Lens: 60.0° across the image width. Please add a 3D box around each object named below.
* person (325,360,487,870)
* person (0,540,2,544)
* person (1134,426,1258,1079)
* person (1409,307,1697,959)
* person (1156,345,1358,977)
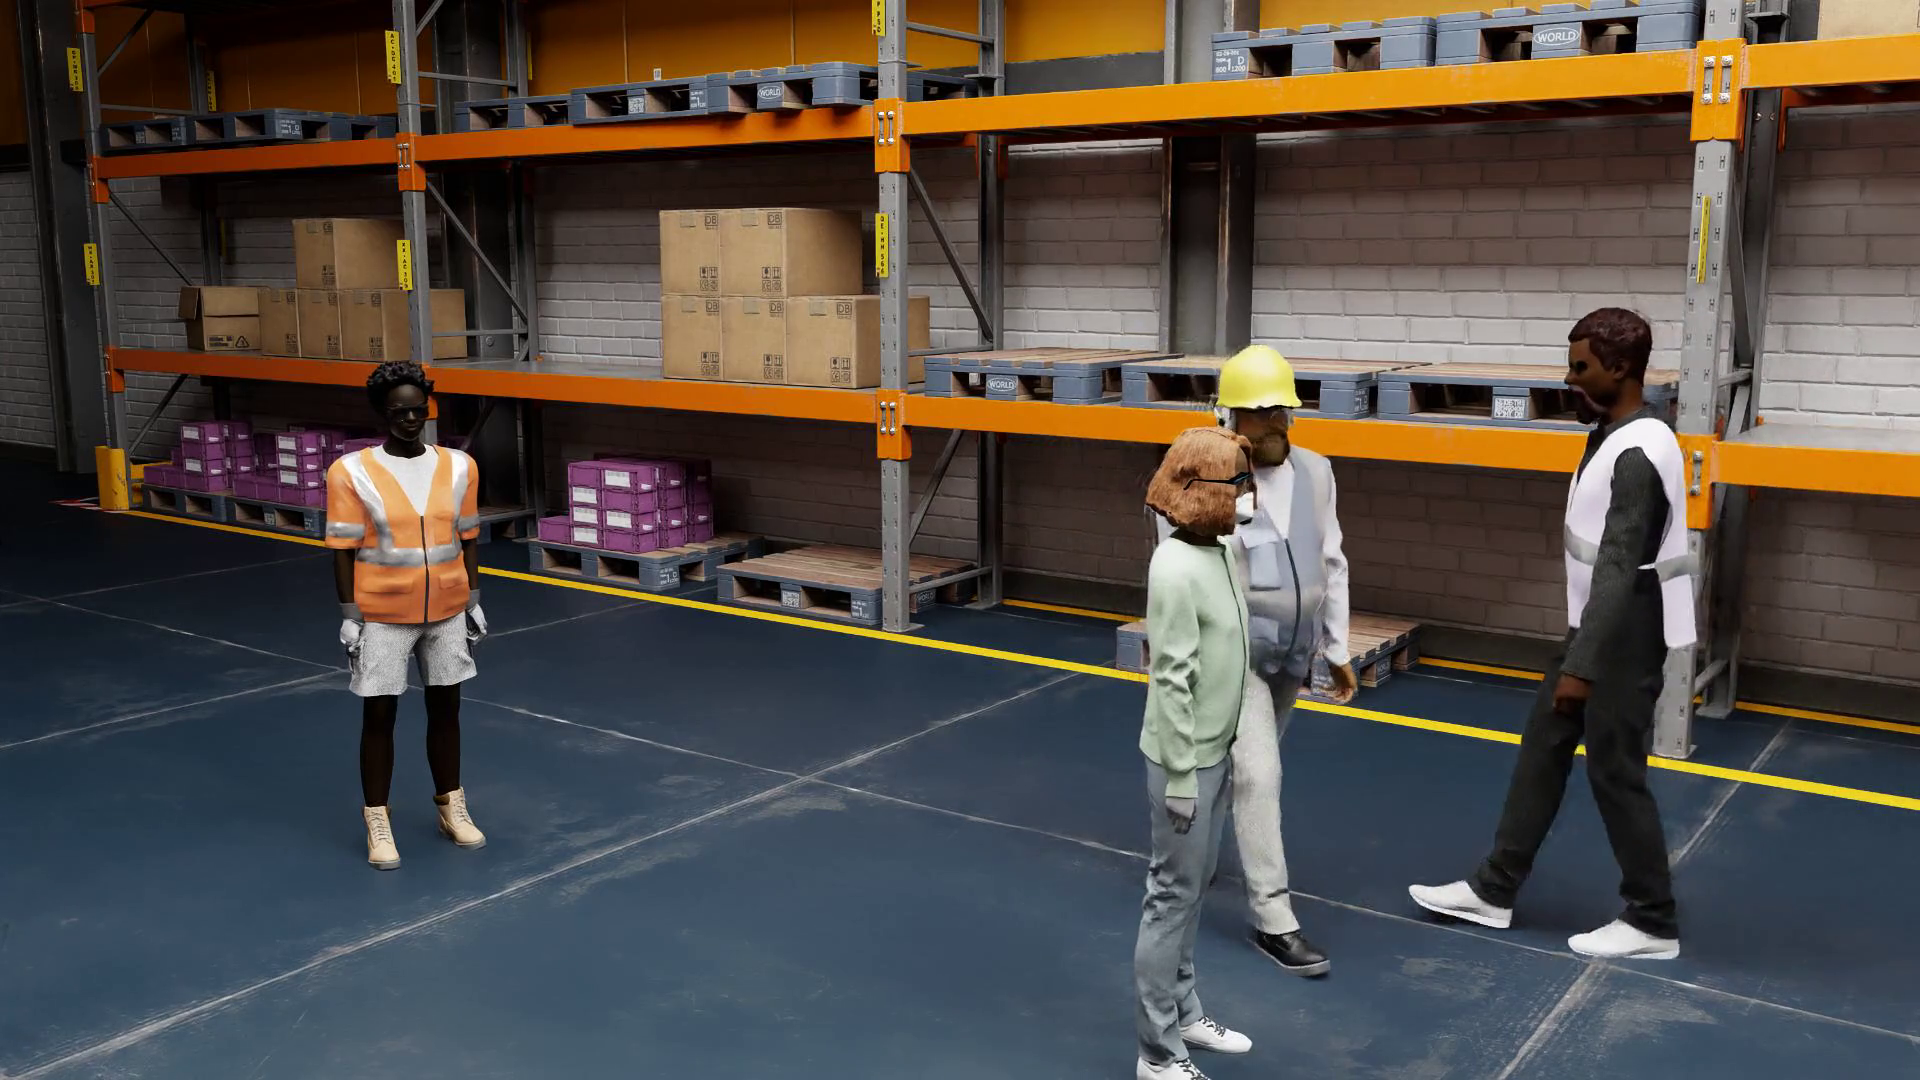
[{"bbox_3d":[-1.851,0.244,5.613,0.535,1.697,0.318,-8,12,-39],"label":"person"},{"bbox_3d":[-7.029,-0.885,11.615,0.359,1.938,0.547,4,10,21],"label":"person"},{"bbox_3d":[0.580,0.535,4.060,0.277,1.633,0.507,3,10,19],"label":"person"},{"bbox_3d":[1.757,0.283,4.798,0.716,1.891,0.628,2,10,11],"label":"person"},{"bbox_3d":[0.848,0.301,5.011,0.581,1.792,0.928,-5,11,-28],"label":"person"}]
